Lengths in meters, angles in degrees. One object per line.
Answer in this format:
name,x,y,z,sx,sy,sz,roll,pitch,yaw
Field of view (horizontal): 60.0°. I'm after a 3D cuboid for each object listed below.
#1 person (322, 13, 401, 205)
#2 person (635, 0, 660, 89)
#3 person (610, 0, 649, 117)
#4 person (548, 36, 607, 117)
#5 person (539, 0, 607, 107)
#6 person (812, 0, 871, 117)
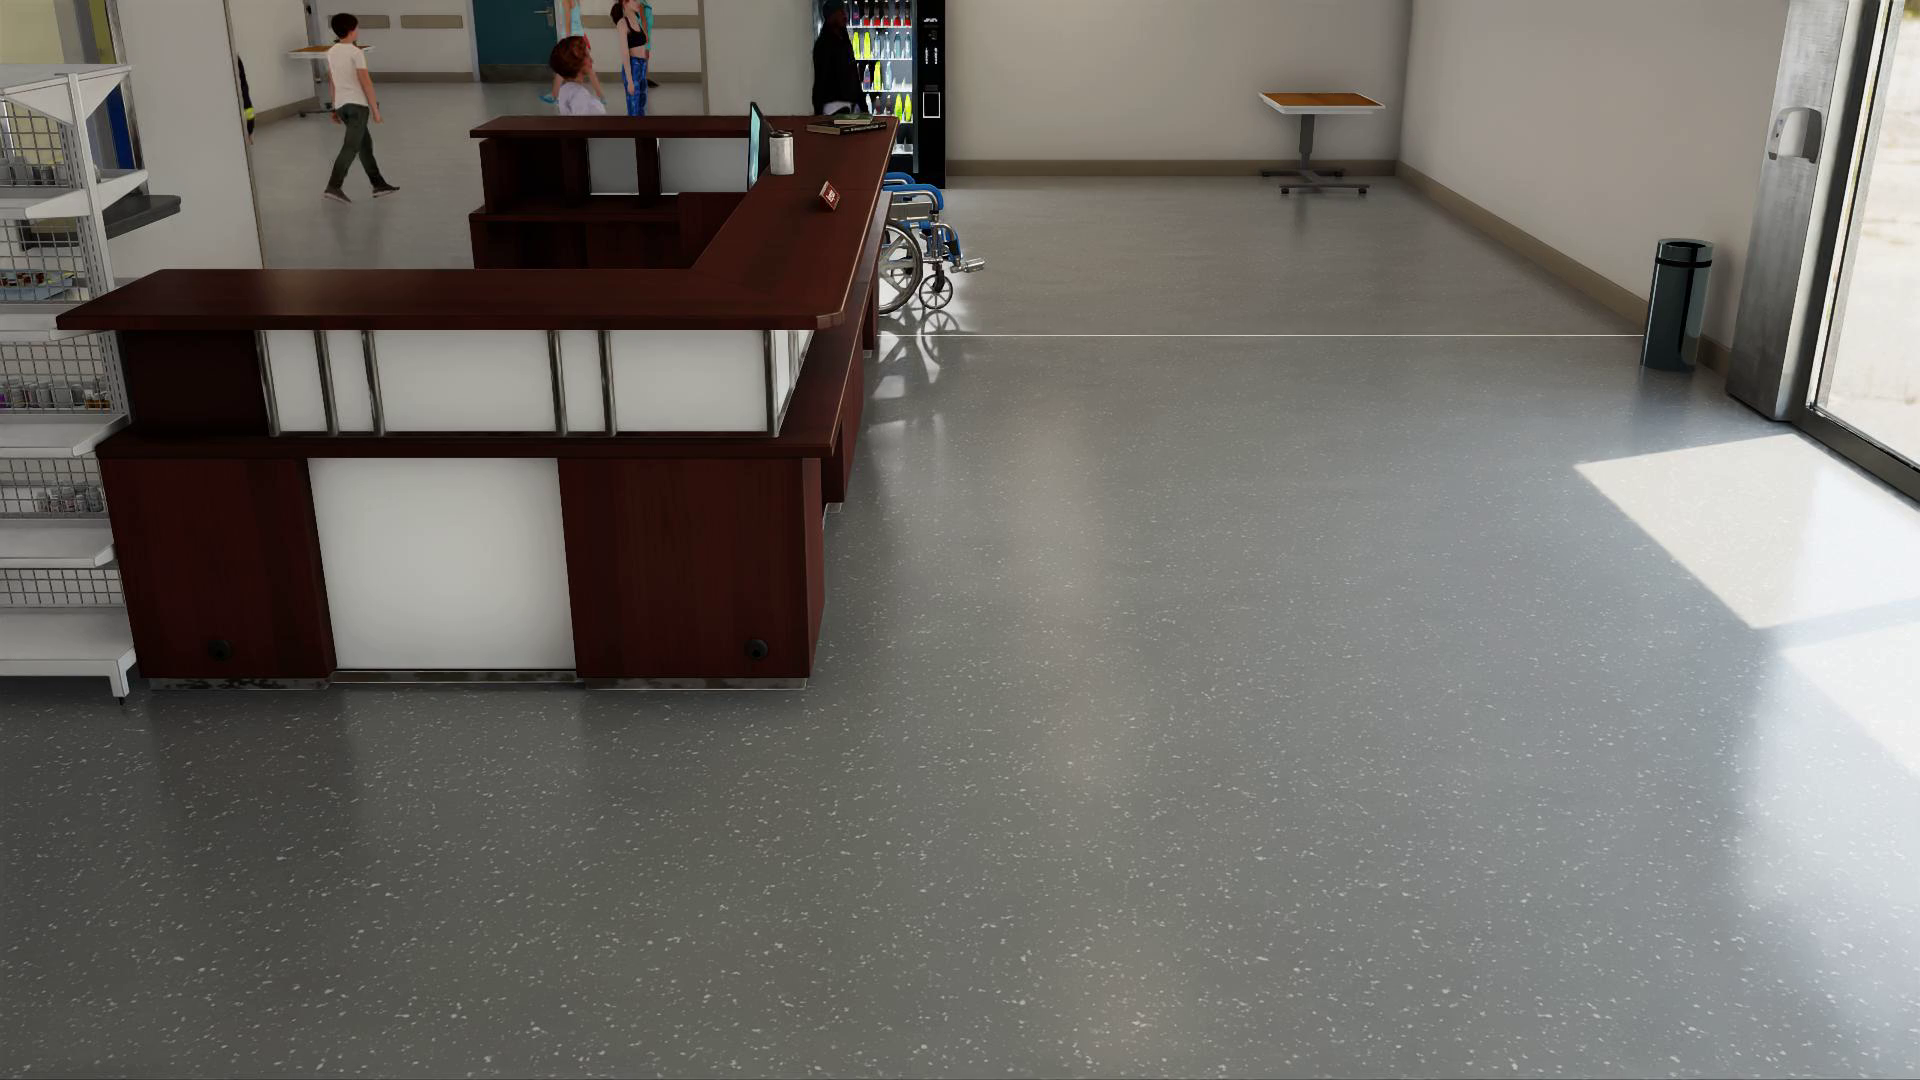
person,-5.419,-3.766,14.677,1.146,1.616,1.019,11,23,27
person,-4.711,-7.546,24.736,0.629,1.558,0.612,-6,22,-16
person,-3.223,-4.544,16.492,0.645,1.785,0.616,4,21,11
person,-2.682,-2.546,11.362,1.200,1.681,0.838,-5,21,-12
person,-4.986,-6.512,21.790,1.269,1.711,0.858,6,22,16
person,-1.137,-3.660,14.170,1.231,1.776,0.939,7,22,18
